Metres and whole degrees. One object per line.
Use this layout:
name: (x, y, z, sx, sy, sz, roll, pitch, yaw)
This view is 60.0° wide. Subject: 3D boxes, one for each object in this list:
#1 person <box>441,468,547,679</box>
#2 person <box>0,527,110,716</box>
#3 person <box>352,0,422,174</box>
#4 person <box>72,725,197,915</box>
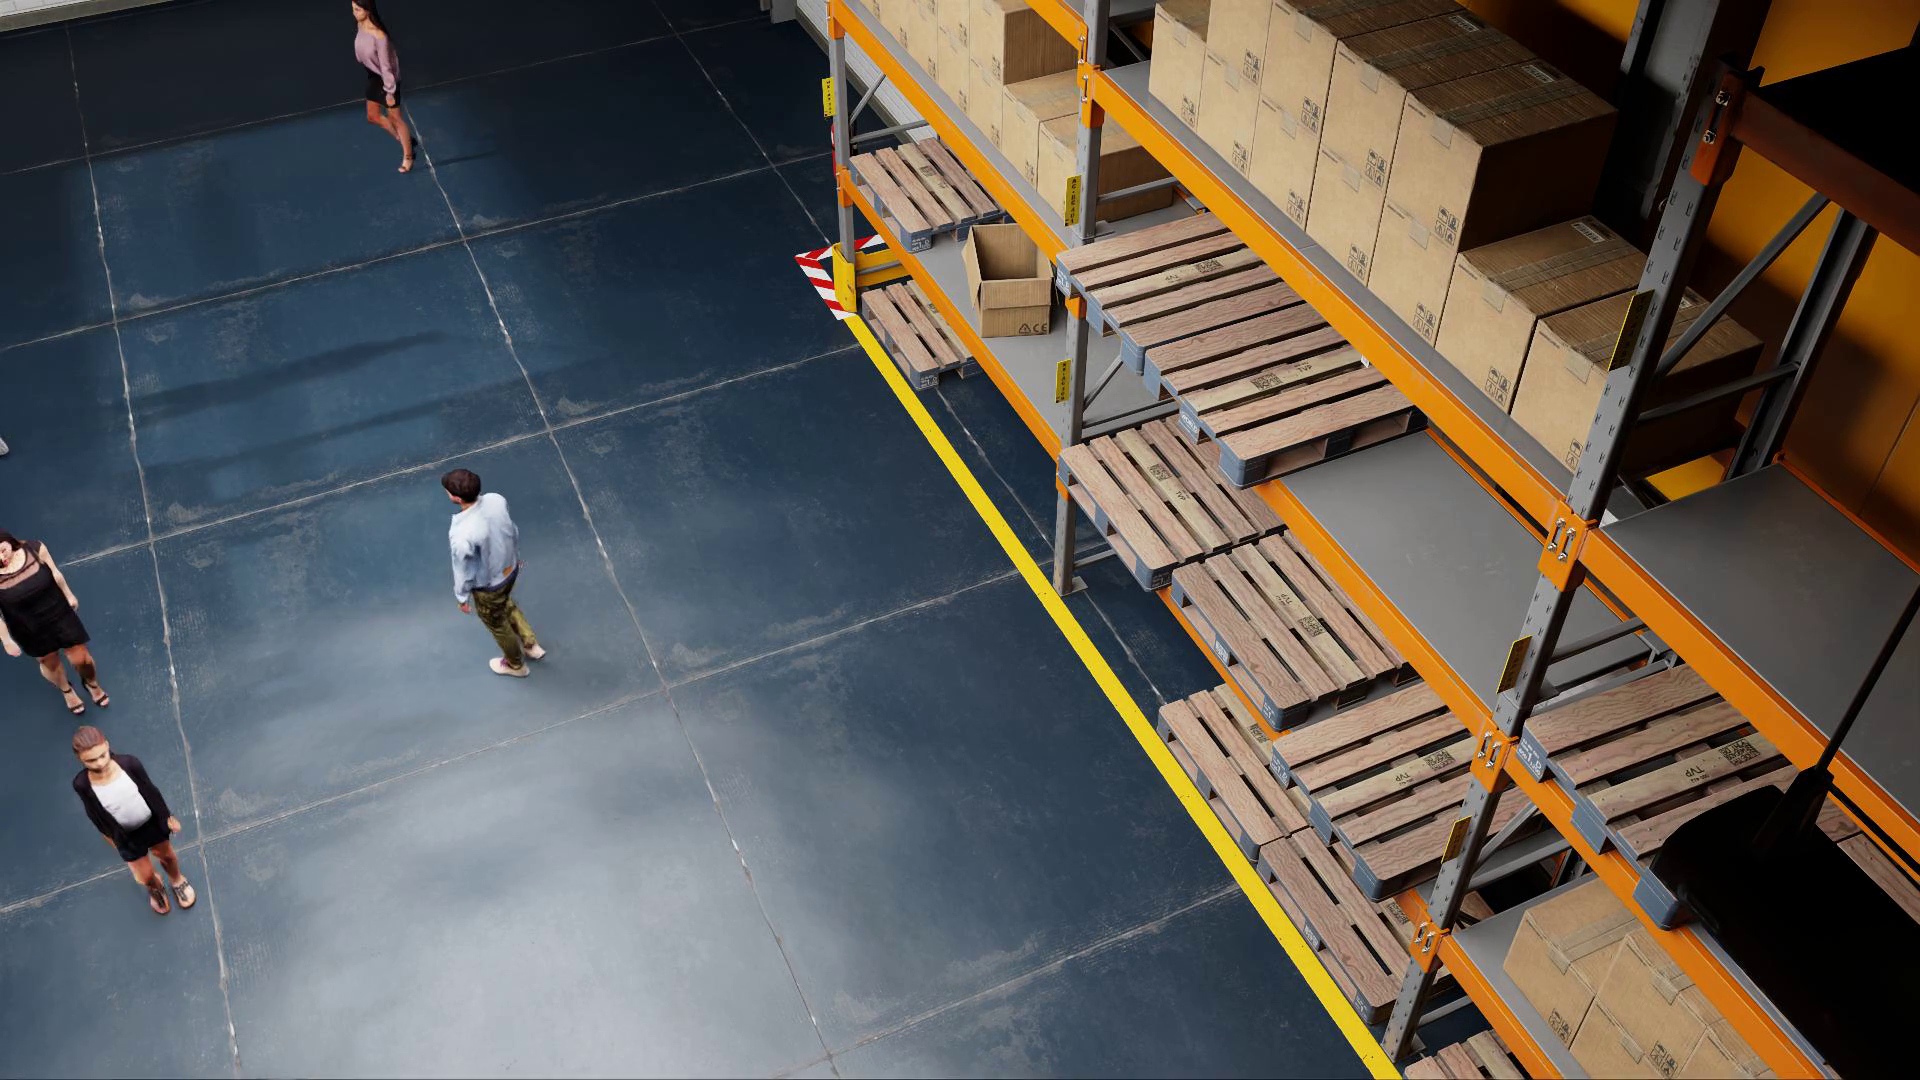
person: (-2.954, 0.251, 10.723, 0.871, 1.804, 0.814, 15, 46, 15)
person: (-5.870, 0.477, 10.557, 0.744, 1.704, 0.746, -34, 53, -30)
person: (-5.266, -4.246, 15.445, 0.694, 1.801, 0.806, 34, 53, 30)
person: (-4.752, 1.559, 9.539, 0.600, 1.543, 0.628, -29, 51, -27)
